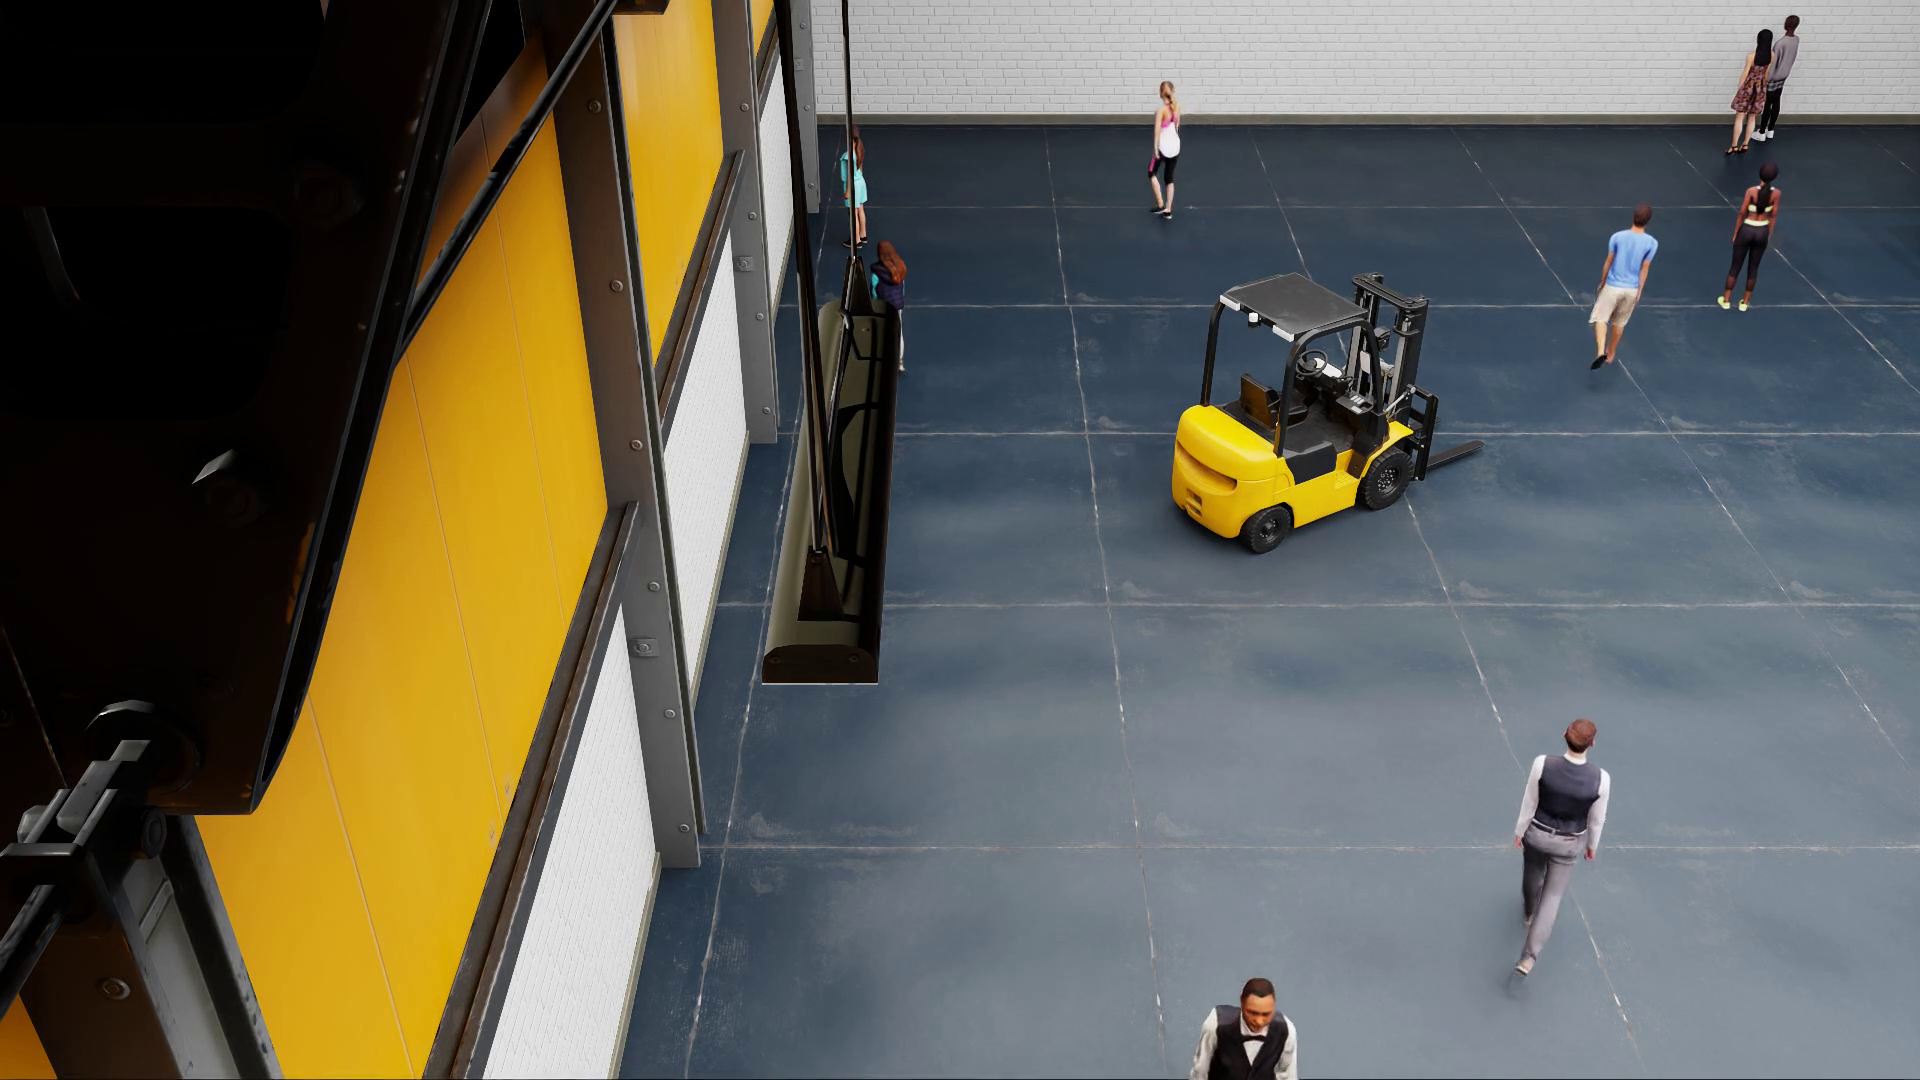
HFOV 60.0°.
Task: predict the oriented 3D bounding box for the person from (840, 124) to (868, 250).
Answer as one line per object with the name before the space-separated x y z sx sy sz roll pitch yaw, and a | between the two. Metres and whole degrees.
person | -1.317 -4.390 20.594 0.682 1.558 0.575 14 36 19

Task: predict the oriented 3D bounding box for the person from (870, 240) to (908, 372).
person | -0.766 -2.495 17.796 0.685 1.500 0.727 -20 39 -28

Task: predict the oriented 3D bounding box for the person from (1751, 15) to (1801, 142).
person | 11.657 -6.596 23.720 0.699 1.772 0.708 -19 38 -27

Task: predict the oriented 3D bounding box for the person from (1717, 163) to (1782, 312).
person | 9.068 -3.467 19.028 0.605 1.755 0.579 8 34 12

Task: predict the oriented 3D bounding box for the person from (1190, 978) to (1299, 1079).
person | 1.529 3.003 9.157 0.717 1.906 0.671 1 34 2

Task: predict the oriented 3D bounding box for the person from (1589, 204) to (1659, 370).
person | 7.043 -2.650 17.723 0.819 1.838 1.050 9 35 14

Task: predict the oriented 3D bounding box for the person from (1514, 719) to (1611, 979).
person | 3.811 1.972 10.707 1.023 1.907 1.287 16 37 22

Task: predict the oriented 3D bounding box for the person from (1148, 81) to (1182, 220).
person | 2.702 -4.945 21.234 0.737 1.773 0.767 -20 39 -27

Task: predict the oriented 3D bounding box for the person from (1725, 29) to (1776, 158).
person | 11.023 -6.225 23.160 0.712 1.774 0.724 -6 34 -9
